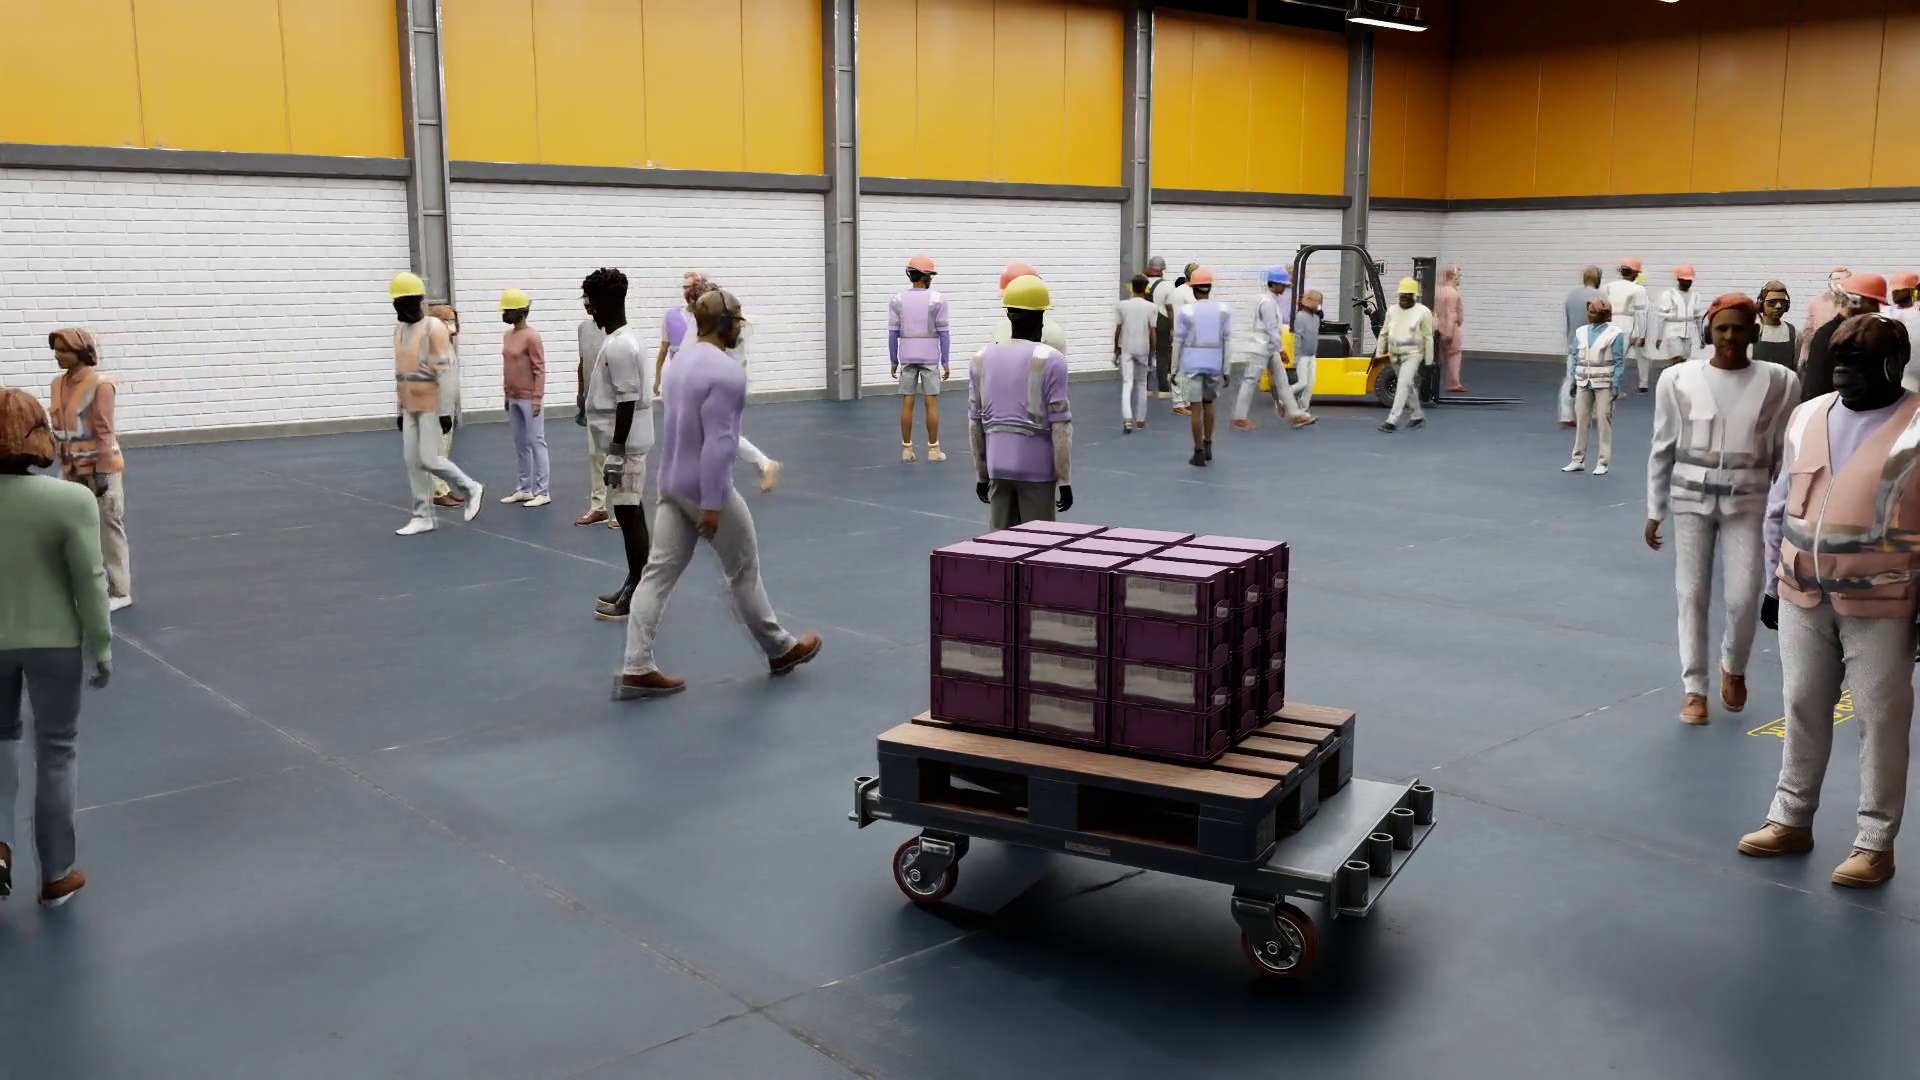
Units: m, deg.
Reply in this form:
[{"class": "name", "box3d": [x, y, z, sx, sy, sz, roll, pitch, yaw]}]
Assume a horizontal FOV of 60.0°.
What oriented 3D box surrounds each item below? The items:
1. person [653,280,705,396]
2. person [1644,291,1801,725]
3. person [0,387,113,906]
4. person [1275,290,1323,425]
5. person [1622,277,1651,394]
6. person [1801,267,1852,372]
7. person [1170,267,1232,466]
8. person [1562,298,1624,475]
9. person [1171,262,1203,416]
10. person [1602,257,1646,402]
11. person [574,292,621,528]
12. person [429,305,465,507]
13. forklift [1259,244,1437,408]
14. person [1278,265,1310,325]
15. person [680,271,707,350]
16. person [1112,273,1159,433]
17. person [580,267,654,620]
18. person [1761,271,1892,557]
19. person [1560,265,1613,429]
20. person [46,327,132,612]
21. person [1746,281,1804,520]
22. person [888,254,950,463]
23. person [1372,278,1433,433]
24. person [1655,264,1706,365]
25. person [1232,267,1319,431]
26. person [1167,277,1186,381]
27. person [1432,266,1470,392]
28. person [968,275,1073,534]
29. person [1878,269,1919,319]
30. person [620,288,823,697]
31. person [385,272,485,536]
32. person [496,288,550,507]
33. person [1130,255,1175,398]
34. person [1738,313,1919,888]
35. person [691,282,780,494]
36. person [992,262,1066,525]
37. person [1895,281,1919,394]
[{"class": "person", "box3d": [-2.445, -1.446, 15.071, 0.656, 1.804, 0.571, -2, 10, -14]}, {"class": "person", "box3d": [3.263, -0.127, 7.161, 0.588, 1.869, 0.413, 5, 11, 26]}, {"class": "person", "box3d": [-2.893, 0.342, 5.146, 0.516, 1.625, 0.383, -2, 10, -13]}, {"class": "person", "box3d": [4.117, -2.205, 20.067, 0.457, 1.612, 0.525, 9, 14, 44]}, {"class": "person", "box3d": [9.729, -3.003, 24.247, 0.869, 1.786, 0.607, -3, 10, -20]}, {"class": "person", "box3d": [9.303, -1.946, 17.720, 0.639, 1.910, 0.407, 7, 12, 36]}, {"class": "person", "box3d": [2.321, -1.683, 16.182, 0.554, 1.912, 0.669, -2, 10, -10]}, {"class": "person", "box3d": [5.909, -1.424, 15.462, 0.314, 1.636, 0.515, -7, 12, -36]}, {"class": "person", "box3d": [2.925, -2.558, 21.213, 0.377, 1.940, 0.628, 8, 12, 38]}, {"class": "person", "box3d": [9.122, -2.875, 22.874, 0.912, 2.000, 0.621, -7, 12, -36]}, {"class": "person", "box3d": [-2.656, -1.018, 12.406, 0.535, 1.868, 0.309, 5, 11, 27]}, {"class": "person", "box3d": [-4.183, -1.090, 13.511, 0.285, 1.631, 0.502, -1, 10, -6]}, {"class": "forklift", "box3d": [5.256, -2.933, 22.661, 2.313, 2.155, 1.214, 3, 10, 16]}, {"class": "person", "box3d": [4.842, -3.148, 24.826, 0.664, 1.883, 0.669, -8, 12, -37]}, {"class": "person", "box3d": [-2.351, -1.481, 15.041, 0.678, 1.889, 0.617, 9, 14, 44]}, {"class": "person", "box3d": [2.011, -2.152, 19.169, 0.535, 1.833, 0.940, 2, 10, 9]}, {"class": "person", "box3d": [-1.905, -0.534, 9.307, 0.380, 1.958, 0.601, -1, 10, -7]}, {"class": "person", "box3d": [5.612, -0.749, 10.683, 0.658, 1.927, 1.009, -6, 11, -32]}, {"class": "person", "box3d": [7.378, -2.247, 19.462, 0.768, 1.908, 0.660, -4, 10, -22]}, {"class": "person", "box3d": [-4.916, -0.376, 9.355, 0.515, 1.624, 0.432, 4, 11, 23]}, {"class": "person", "box3d": [5.804, -0.938, 12.007, 0.507, 1.846, 0.345, 0, 10, -1]}, {"class": "person", "box3d": [-0.391, -1.772, 16.320, 0.611, 2.038, 0.394, 2, 10, 14]}, {"class": "person", "box3d": [5.150, -2.129, 19.204, 0.967, 1.783, 0.598, -7, 12, -37]}, {"class": "person", "box3d": [9.737, -2.752, 22.423, 0.680, 1.909, 0.525, -2, 10, -12]}, {"class": "person", "box3d": [3.626, -2.182, 19.143, 1.022, 1.884, 0.604, 4, 11, 23]}, {"class": "person", "box3d": [3.557, -3.412, 26.946, 0.534, 1.691, 0.318, 4, 10, 22]}, {"class": "person", "box3d": [7.172, -3.116, 24.657, 0.799, 1.883, 0.656, -1, 10, -6]}, {"class": "person", "box3d": [0.316, -0.355, 8.345, 0.586, 1.928, 0.369, 7, 12, 35]}, {"class": "person", "box3d": [8.802, -1.563, 15.490, 0.827, 1.911, 0.553, -4, 10, -22]}, {"class": "person", "box3d": [-1.161, -0.226, 7.746, 1.063, 1.869, 0.644, -8, 12, -38]}, {"class": "person", "box3d": [-3.864, -0.995, 12.140, 0.611, 1.907, 0.596, 7, 12, 36]}, {"class": "person", "box3d": [-3.545, -1.147, 13.464, 0.329, 1.765, 0.526, -9, 13, -44]}, {"class": "person", "box3d": [2.817, -3.055, 23.825, 0.686, 2.000, 0.536, 7, 12, 34]}, {"class": "person", "box3d": [2.888, 0.191, 5.402, 0.429, 1.842, 0.636, -6, 11, -30]}, {"class": "person", "box3d": [-1.876, -1.202, 13.655, 0.618, 1.814, 0.673, -5, 11, -26]}, {"class": "person", "box3d": [0.379, -0.712, 10.262, 0.387, 1.988, 0.608, -9, 14, -44]}, {"class": "person", "box3d": [8.579, -1.419, 14.813, 0.553, 1.837, 0.585, 3, 10, 16]}]
